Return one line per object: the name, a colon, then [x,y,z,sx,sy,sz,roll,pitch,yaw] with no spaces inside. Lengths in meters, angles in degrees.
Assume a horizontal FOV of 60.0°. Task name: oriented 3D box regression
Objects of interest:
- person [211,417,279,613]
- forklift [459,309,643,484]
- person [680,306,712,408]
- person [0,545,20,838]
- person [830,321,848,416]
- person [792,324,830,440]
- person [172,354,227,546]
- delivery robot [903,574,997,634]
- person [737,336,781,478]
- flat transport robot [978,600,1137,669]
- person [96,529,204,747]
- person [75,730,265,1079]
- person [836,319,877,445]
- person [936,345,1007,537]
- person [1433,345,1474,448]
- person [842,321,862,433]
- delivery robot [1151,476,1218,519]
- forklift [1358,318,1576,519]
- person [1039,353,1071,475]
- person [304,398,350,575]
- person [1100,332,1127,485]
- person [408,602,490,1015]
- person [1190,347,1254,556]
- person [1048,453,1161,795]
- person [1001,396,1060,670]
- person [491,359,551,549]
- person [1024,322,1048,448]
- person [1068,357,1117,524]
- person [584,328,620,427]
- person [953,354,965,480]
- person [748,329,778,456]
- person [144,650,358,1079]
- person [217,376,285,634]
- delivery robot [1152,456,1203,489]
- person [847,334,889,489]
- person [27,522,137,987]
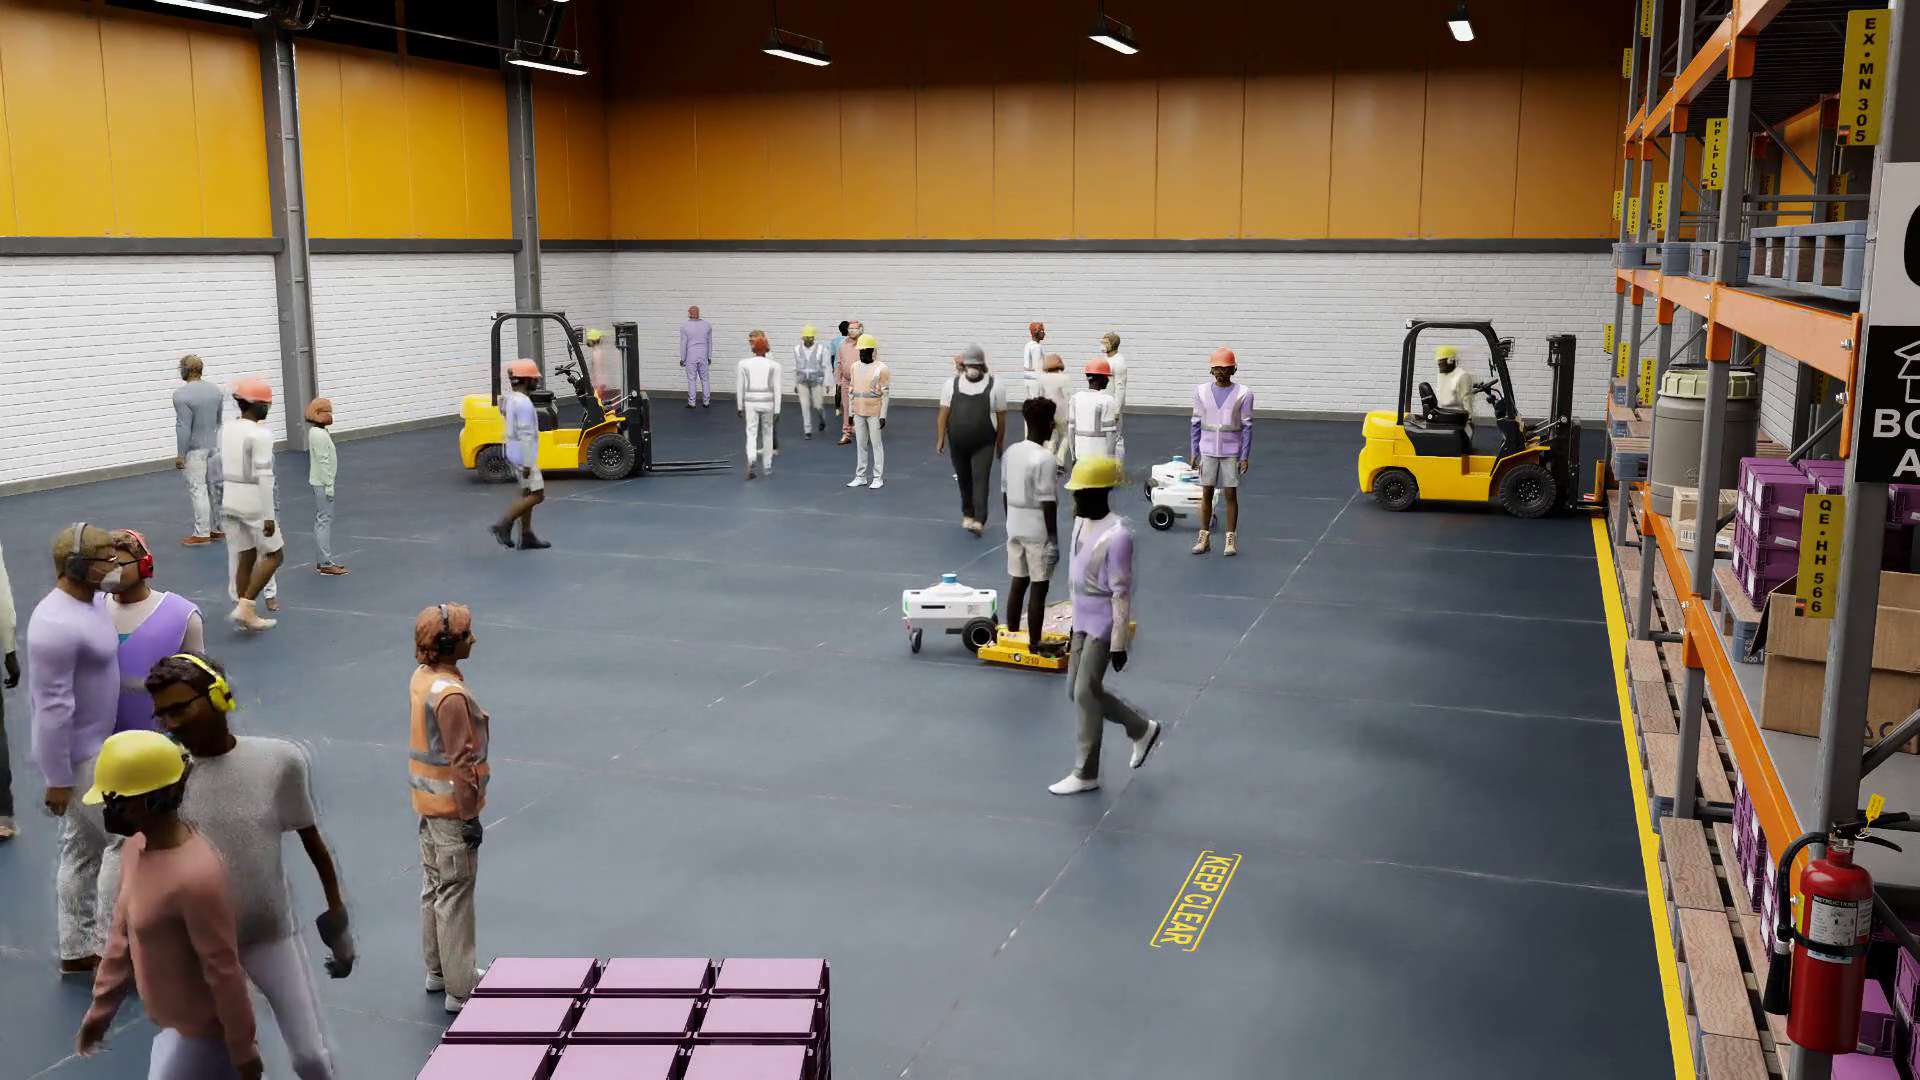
person: [-5.893,-0.205,13.747,0.501,1.626,0.278,-4,11,-23]
forklift: [-5.354,-1.902,21.697,2.313,2.155,1.214,-2,10,-13]
person: [-4.921,-3.398,30.958,0.639,1.902,0.406,-6,12,-31]
person: [-5.119,0.574,8.404,0.651,1.979,0.502,-4,11,-22]
person: [-2.034,-3.028,29.438,0.541,1.696,0.316,4,11,19]
person: [-2.329,-2.482,26.050,0.618,1.804,0.611,1,10,7]
person: [-7.699,-0.910,16.827,0.364,1.939,0.636,2,10,14]
delivery robot: [-0.079,0.499,12.531,0.707,0.478,0.477,0,10,0]
person: [-2.623,-1.739,21.738,0.585,1.861,0.774,-1,10,-4]
flat transport robot: [0.758,0.691,12.512,0.652,0.197,1.431,6,11,29]
person: [-3.507,0.855,7.150,0.569,1.845,0.385,0,10,2]
person: [-2.191,1.353,4.720,0.888,1.716,0.507,-8,13,-38]
person: [-1.590,-2.385,25.226,0.636,1.911,0.406,3,11,18]
person: [0.111,-1.079,17.494,0.694,2.000,0.996,2,10,13]
person: [6.304,-1.565,20.953,0.743,1.791,0.622,-5,11,-24]
person: [-1.676,-2.628,26.817,0.464,1.830,0.643,5,11,25]
delivery robot: [2.409,-0.438,17.807,0.707,0.478,0.477,2,10,10]
forklift: [5.787,-1.437,19.079,2.313,2.155,1.214,3,11,19]
person: [1.289,-1.645,21.842,0.387,1.614,0.525,-10,14,-44]
person: [-5.857,-0.495,15.350,0.287,1.635,0.500,-5,11,-26]
person: [1.910,-1.666,21.091,0.372,1.940,0.629,-3,10,-16]
person: [-2.017,1.058,6.597,0.307,1.638,0.518,-6,12,-32]
person: [2.548,-0.863,16.273,0.608,2.044,0.370,4,11,21]
person: [0.812,0.456,9.201,0.629,1.908,0.592,-3,10,-16]
person: [0.529,-0.057,11.950,0.361,1.963,0.613,-6,12,-29]
person: [-4.344,-0.826,16.427,0.534,1.924,0.551,-5,11,-28]
person: [1.135,-2.315,24.899,0.348,1.882,0.584,-2,10,-13]
person: [1.331,-0.836,16.431,0.549,1.932,0.375,9,14,42]
person: [-5.559,-2.398,25.726,0.531,1.751,0.540,-1,10,-5]
person: [0.067,-1.588,21.494,0.309,1.640,0.513,-1,10,-4]
person: [-2.844,-2.116,23.950,0.400,1.824,0.521,-6,12,-30]
person: [-2.163,1.229,5.117,0.653,1.832,0.353,-4,11,-20]
person: [-5.492,-0.259,12.932,0.650,2.019,0.489,6,12,30]
delivery robot: [2.552,-0.744,19.526,0.477,0.478,0.707,-4,11,-22]
person: [-1.152,-1.601,20.756,0.587,1.928,0.363,6,12,31]
person: [-3.492,0.873,6.827,0.548,1.922,0.646,-4,11,-20]
